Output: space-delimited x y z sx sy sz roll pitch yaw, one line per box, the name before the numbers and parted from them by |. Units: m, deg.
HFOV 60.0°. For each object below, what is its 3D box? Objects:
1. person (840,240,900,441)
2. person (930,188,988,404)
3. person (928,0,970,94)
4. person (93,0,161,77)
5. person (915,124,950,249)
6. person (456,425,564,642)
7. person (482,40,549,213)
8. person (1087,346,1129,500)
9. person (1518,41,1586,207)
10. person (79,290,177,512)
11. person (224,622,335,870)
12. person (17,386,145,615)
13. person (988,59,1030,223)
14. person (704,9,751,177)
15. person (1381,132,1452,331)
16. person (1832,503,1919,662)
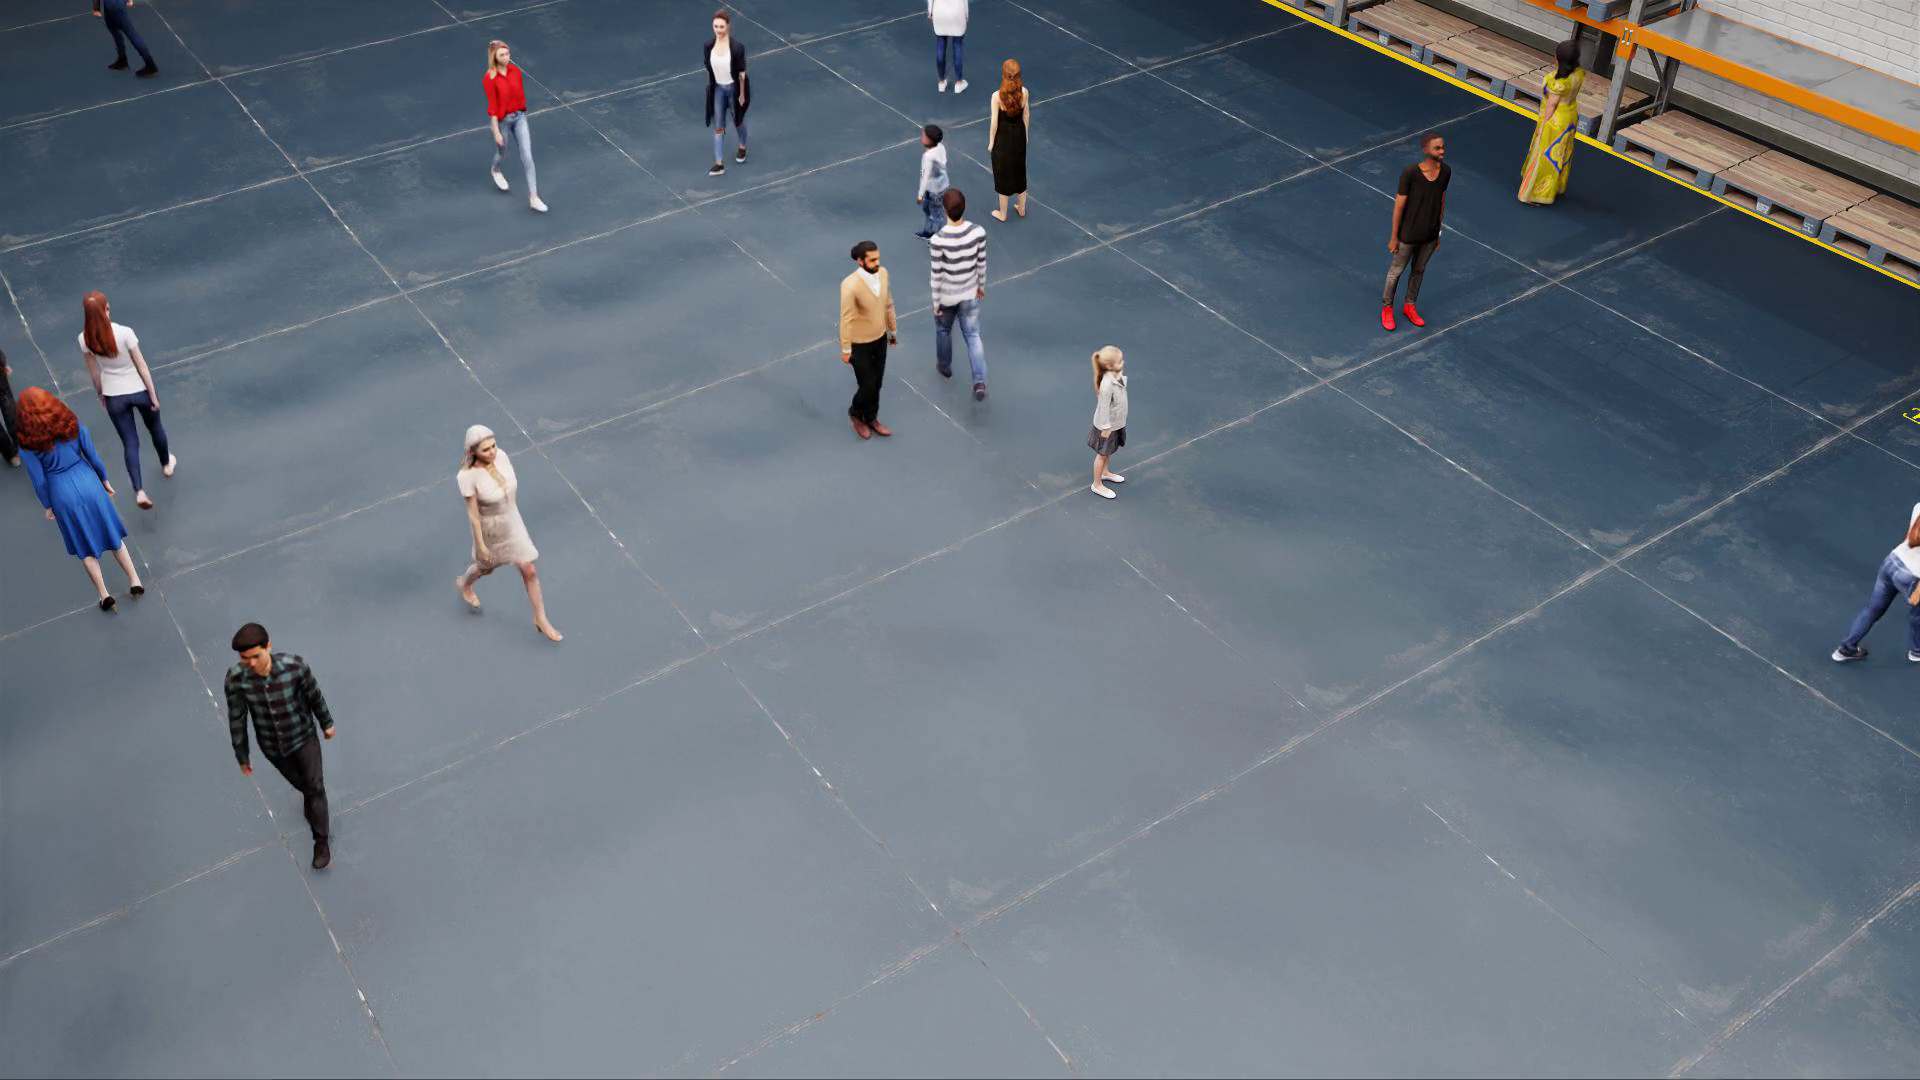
person | -0.792 -1.609 13.211 0.698 1.747 0.736 29 47 31
person | 0.016 -1.964 13.596 0.905 1.823 1.213 -11 40 -13
person | -0.134 -5.849 18.498 0.687 1.776 0.756 8 39 10
person | -9.460 -6.070 18.815 0.924 1.726 0.918 -3 39 -3
person | -0.188 -3.331 15.768 0.728 1.247 0.653 15 41 18
person | -3.219 -0.062 11.313 1.239 1.699 0.952 20 43 23
person | -4.494 -4.108 16.400 0.741 1.673 1.162 -31 48 -33
person | 1.139 -0.931 12.743 0.642 1.274 0.596 14 41 17
person | 5.883 -4.125 16.433 0.899 1.658 0.830 -32 48 -33
person | -6.257 -1.016 12.500 0.838 1.708 1.173 -10 40 -12
person | -4.019 1.097 9.897 0.959 1.686 1.138 -8 39 -10
person | -6.075 -0.262 11.461 0.634 1.827 0.594 -28 47 -31
person | 0.479 -3.880 16.154 0.611 1.624 0.610 -16 41 -19
person | -2.347 -4.634 17.079 1.009 1.648 1.058 7 39 9
person | 3.996 -2.715 14.551 0.713 1.803 0.662 -9 39 -11
person | 6.241 0.239 11.071 0.878 1.530 0.990 -6 39 -8
